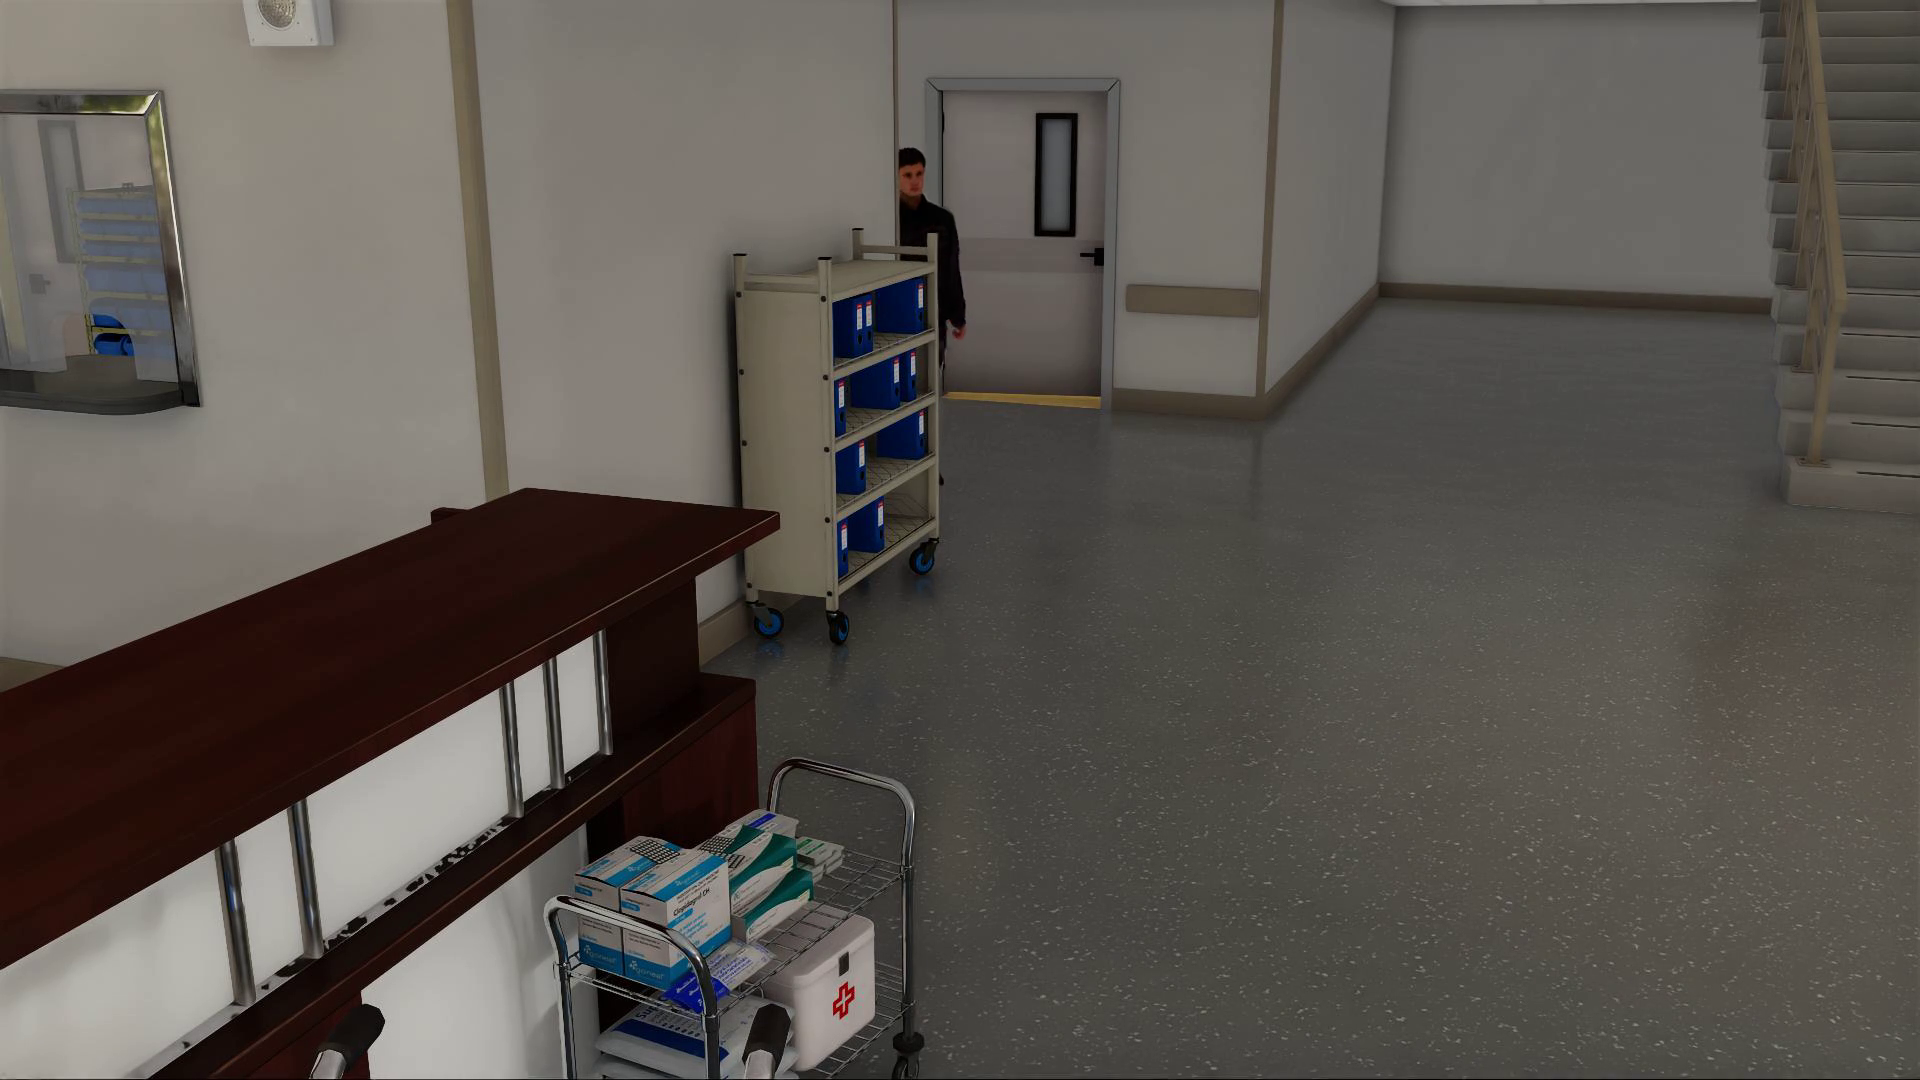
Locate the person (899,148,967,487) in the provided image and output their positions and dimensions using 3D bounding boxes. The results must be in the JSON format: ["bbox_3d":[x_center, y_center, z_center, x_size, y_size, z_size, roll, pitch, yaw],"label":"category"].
[{"bbox_3d":[-0.293,-1.300,9.730,1.229,1.907,1.262,-8,18,-26],"label":"person"}]
